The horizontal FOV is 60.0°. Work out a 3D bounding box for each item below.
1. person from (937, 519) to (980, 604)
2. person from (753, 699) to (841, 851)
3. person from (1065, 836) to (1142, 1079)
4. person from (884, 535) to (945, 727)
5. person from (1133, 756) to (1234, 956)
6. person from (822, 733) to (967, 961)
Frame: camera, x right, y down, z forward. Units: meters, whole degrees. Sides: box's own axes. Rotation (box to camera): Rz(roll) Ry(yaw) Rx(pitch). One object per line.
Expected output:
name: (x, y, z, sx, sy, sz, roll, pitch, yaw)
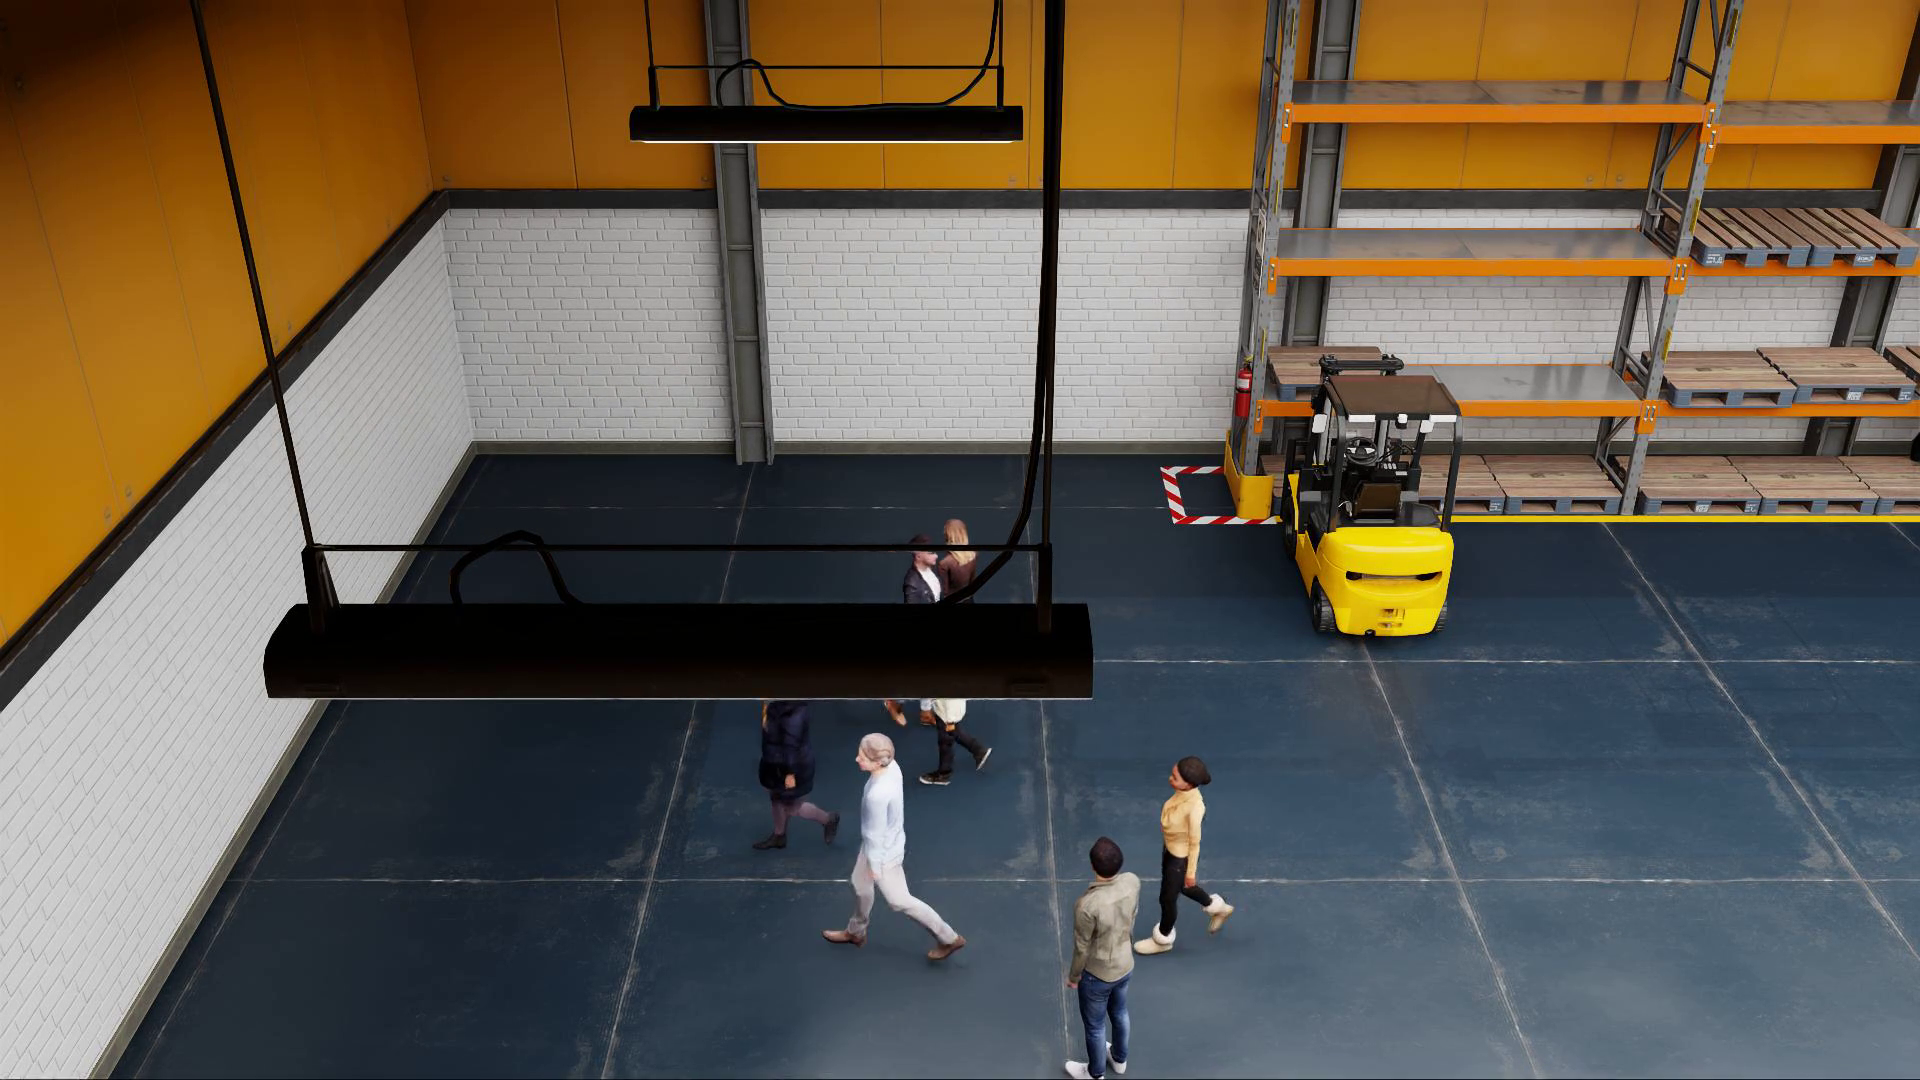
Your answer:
person: (-0.021, 0.586, 14.138, 0.715, 1.705, 0.668, 23, 36, 36)
person: (-1.213, 1.624, 12.275, 1.004, 1.665, 0.860, -10, 30, -18)
person: (0.897, 2.617, 10.244, 0.757, 1.867, 0.841, -23, 36, -35)
person: (-0.382, 0.773, 13.669, 0.876, 1.826, 0.775, 8, 30, 14)
person: (1.575, 2.142, 11.347, 0.929, 1.645, 0.616, -2, 29, -4)
person: (-0.418, 2.105, 11.203, 1.271, 1.849, 0.726, 2, 29, 3)
